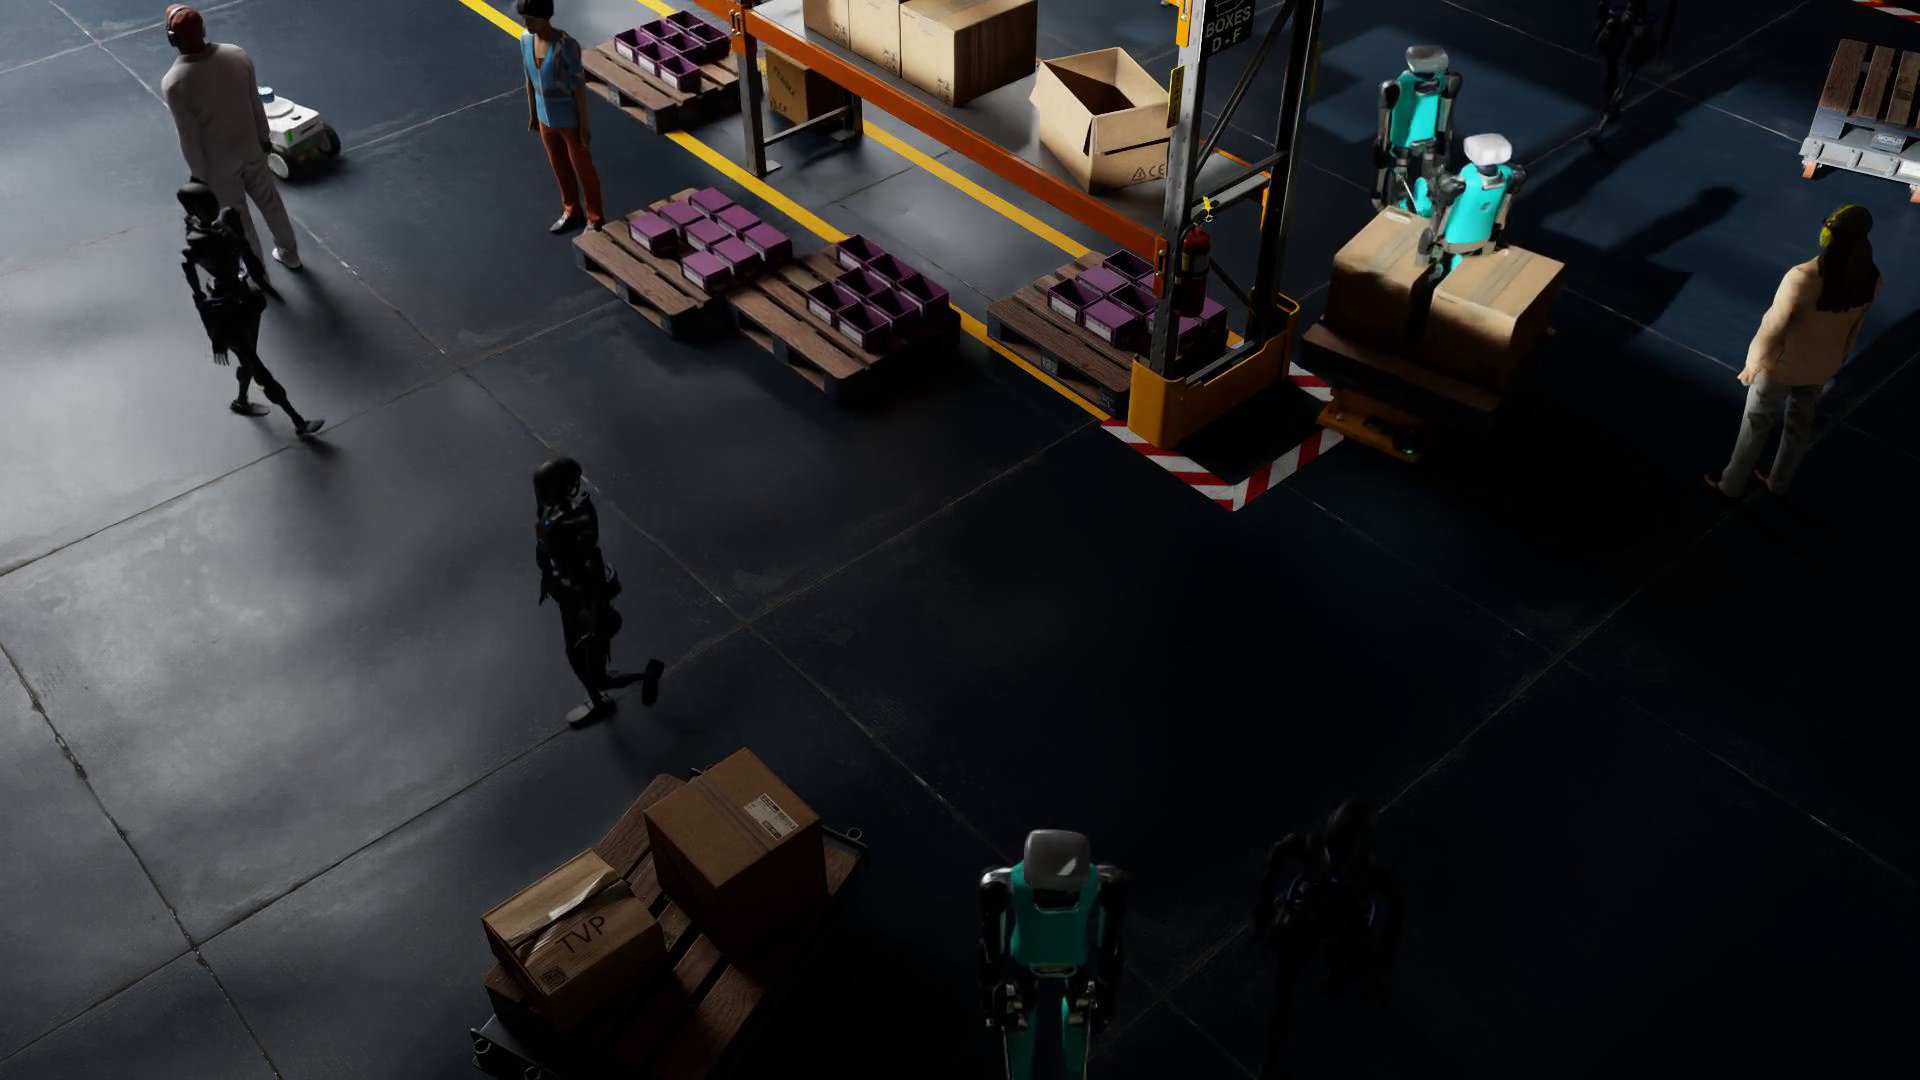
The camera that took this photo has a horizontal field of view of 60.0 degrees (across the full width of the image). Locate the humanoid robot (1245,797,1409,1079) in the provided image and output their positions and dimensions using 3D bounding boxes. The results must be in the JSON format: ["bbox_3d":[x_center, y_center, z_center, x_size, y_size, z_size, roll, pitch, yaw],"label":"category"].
[{"bbox_3d":[1.433,1.510,6.468,0.607,1.644,0.814,18,45,18],"label":"humanoid robot"}]

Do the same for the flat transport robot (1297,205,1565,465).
[{"bbox_3d":[2.816,-1.000,10.182,0.659,0.231,1.431,27,49,26],"label":"flat transport robot"}]

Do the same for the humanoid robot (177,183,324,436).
[{"bbox_3d":[-4.079,-1.345,9.541,0.749,1.629,0.613,9,43,10],"label":"humanoid robot"}]

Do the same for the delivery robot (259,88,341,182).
[{"bbox_3d":[-4.992,-3.013,12.153,0.783,0.584,0.499,22,47,22],"label":"delivery robot"}]

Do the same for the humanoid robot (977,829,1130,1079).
[{"bbox_3d":[0.341,1.908,5.959,0.536,1.805,0.923,-2,43,-2],"label":"humanoid robot"}]

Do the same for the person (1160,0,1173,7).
[{"bbox_3d":[1.763,-5.373,13.777,0.393,1.841,0.562,-32,52,-30],"label":"person"}]

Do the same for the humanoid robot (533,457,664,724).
[{"bbox_3d":[-1.731,0.226,7.807,0.489,1.639,0.596,-31,51,-30],"label":"humanoid robot"}]

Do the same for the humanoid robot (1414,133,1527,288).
[{"bbox_3d":[2.813,-1.708,9.876,0.533,1.771,0.787,-13,44,-14],"label":"humanoid robot"}]

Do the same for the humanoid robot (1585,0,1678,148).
[{"bbox_3d":[4.874,-3.693,12.113,0.591,1.632,0.783,27,49,26],"label":"humanoid robot"}]

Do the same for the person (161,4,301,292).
[{"bbox_3d":[-4.673,-2.482,10.586,0.406,1.905,0.650,21,47,22],"label":"person"}]

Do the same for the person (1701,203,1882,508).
[{"bbox_3d":[4.512,-0.954,8.958,0.554,1.869,0.391,-5,43,-6],"label":"person"}]

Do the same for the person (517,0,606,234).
[{"bbox_3d":[-2.659,-2.811,11.053,0.497,1.759,0.332,21,47,21],"label":"person"}]

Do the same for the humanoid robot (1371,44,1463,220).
[{"bbox_3d":[2.886,-2.101,10.296,0.530,1.734,1.012,-13,44,-14],"label":"humanoid robot"}]
